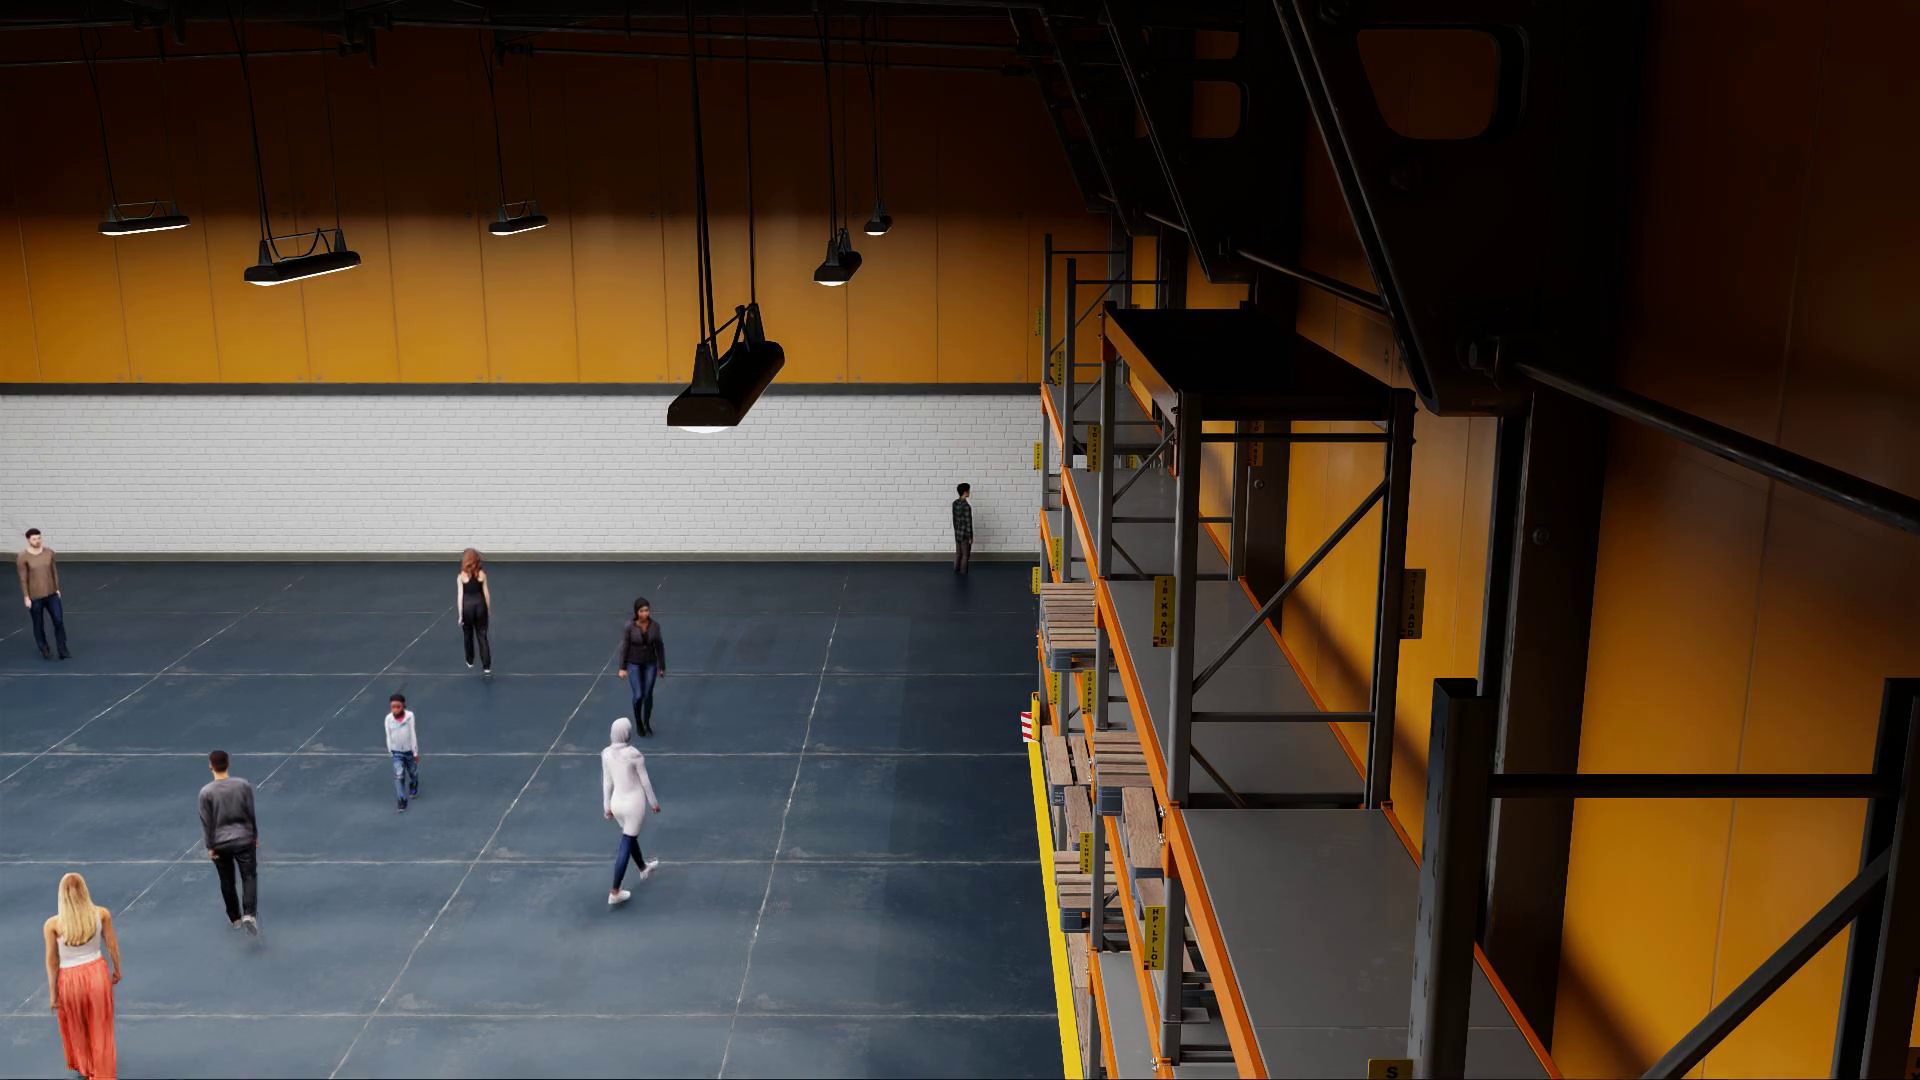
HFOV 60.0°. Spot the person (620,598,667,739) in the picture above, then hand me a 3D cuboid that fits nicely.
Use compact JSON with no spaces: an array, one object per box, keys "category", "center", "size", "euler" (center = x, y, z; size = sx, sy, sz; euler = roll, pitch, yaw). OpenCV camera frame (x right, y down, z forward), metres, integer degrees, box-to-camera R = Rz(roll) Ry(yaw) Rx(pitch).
[{"category":"person","center":[-3.847,1.521,20.034],"size":[0.798,1.725,0.810],"euler":[-6,15,-22]}]

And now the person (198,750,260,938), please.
[{"category":"person","center":[-6.528,2.740,14.952],"size":[0.885,1.749,1.067],"euler":[-7,15,-27]}]

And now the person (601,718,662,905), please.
[{"category":"person","center":[-3.163,2.586,15.663],"size":[0.965,1.713,1.178],"euler":[7,15,27]}]

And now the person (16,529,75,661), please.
[{"category":"person","center":[-12.697,0.745,22.950],"size":[1.068,1.862,1.011],"euler":[13,19,43]}]

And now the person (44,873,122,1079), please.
[{"category":"person","center":[-6.475,3.363,12.320],"size":[0.978,1.777,1.143],"euler":[-8,16,-30]}]

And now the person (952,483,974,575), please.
[{"category":"person","center":[0.040,-0.119,27.690],"size":[0.784,1.714,0.682],"euler":[-8,16,-30]}]

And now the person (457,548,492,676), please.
[{"category":"person","center":[-6.462,1.000,22.234],"size":[0.961,1.705,1.238],"euler":[-7,15,-26]}]

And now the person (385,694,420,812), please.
[{"category":"person","center":[-6.018,2.250,18.038],"size":[0.606,1.249,0.899],"euler":[-3,14,-13]}]
